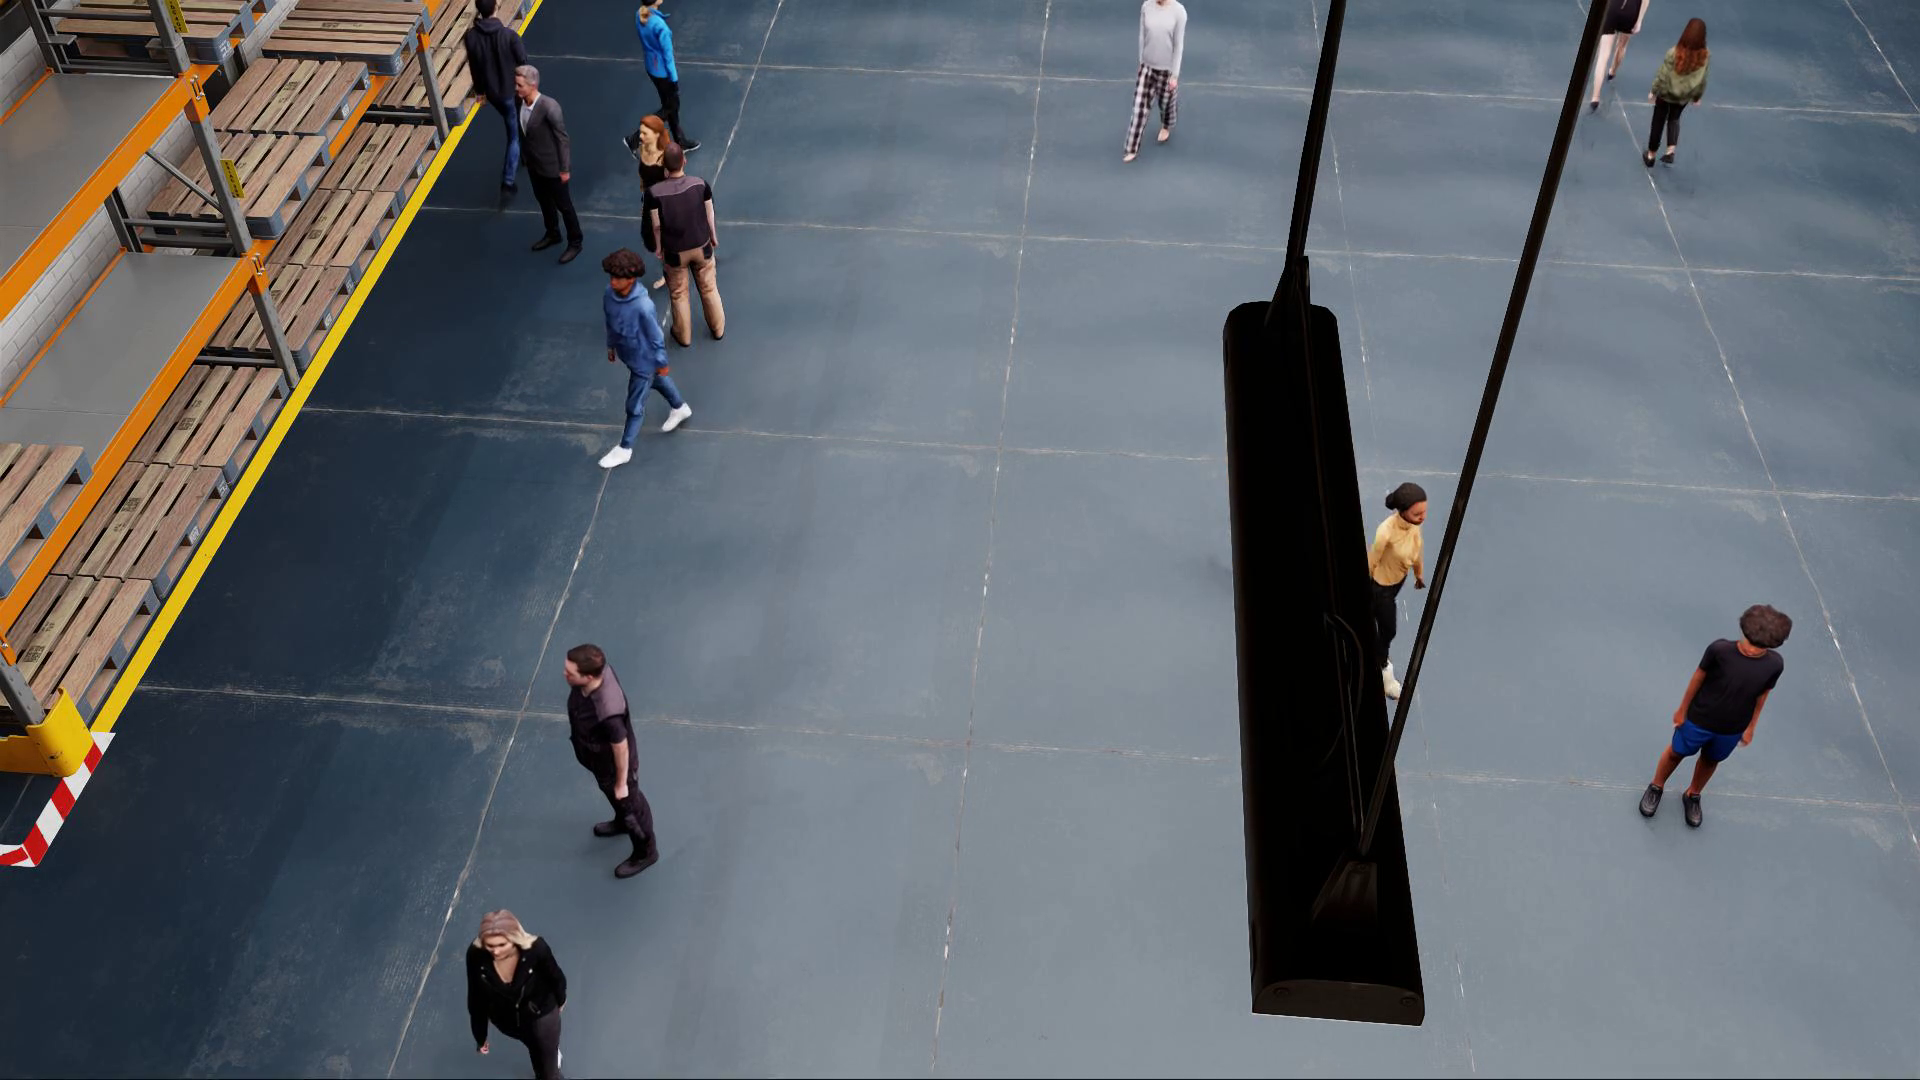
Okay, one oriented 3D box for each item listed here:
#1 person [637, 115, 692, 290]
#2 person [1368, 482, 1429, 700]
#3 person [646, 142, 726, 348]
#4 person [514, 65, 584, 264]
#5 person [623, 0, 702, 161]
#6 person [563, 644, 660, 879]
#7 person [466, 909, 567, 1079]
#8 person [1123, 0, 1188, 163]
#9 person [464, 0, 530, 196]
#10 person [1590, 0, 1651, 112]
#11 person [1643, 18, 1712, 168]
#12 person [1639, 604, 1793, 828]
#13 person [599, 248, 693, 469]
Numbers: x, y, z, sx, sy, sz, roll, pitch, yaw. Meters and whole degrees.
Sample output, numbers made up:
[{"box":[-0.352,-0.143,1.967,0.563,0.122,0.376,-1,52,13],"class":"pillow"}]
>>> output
[{"box":[-2.485,-2.902,14.218,0.795,1.608,0.884,30,51,28],"class":"person"},{"box":[2.732,0.226,10.908,0.919,1.645,0.970,-32,52,-29],"class":"person"},{"box":[-2.231,-2.401,13.522,0.768,1.842,0.743,-13,45,-14],"class":"person"},{"box":[-3.609,-3.298,14.468,0.810,1.836,0.797,27,50,26],"class":"person"},{"box":[-2.884,-4.351,15.616,1.065,1.779,1.060,-26,49,-24],"class":"person"},{"box":[-2.036,1.248,9.690,0.873,1.845,0.750,-20,47,-20],"class":"person"},{"box":[-2.260,2.369,8.645,0.669,1.664,0.860,-1,44,-1],"class":"person"},{"box":[1.939,-4.528,15.790,0.921,1.794,1.251,18,47,18],"class":"person"},{"box":[-4.197,-4.046,15.245,0.723,1.849,1.241,6,44,6],"class":"person"},{"box":[6.500,-5.103,16.402,0.853,1.783,1.222,16,46,16],"class":"person"},{"box":[6.741,-4.146,15.627,0.644,1.466,0.626,-2,44,-2],"class":"person"},{"box":[4.537,1.028,9.960,0.658,1.792,0.634,13,45,13],"class":"person"},{"box":[-2.363,-1.440,12.568,1.256,1.768,1.146,-34,53,-31],"class":"person"}]
